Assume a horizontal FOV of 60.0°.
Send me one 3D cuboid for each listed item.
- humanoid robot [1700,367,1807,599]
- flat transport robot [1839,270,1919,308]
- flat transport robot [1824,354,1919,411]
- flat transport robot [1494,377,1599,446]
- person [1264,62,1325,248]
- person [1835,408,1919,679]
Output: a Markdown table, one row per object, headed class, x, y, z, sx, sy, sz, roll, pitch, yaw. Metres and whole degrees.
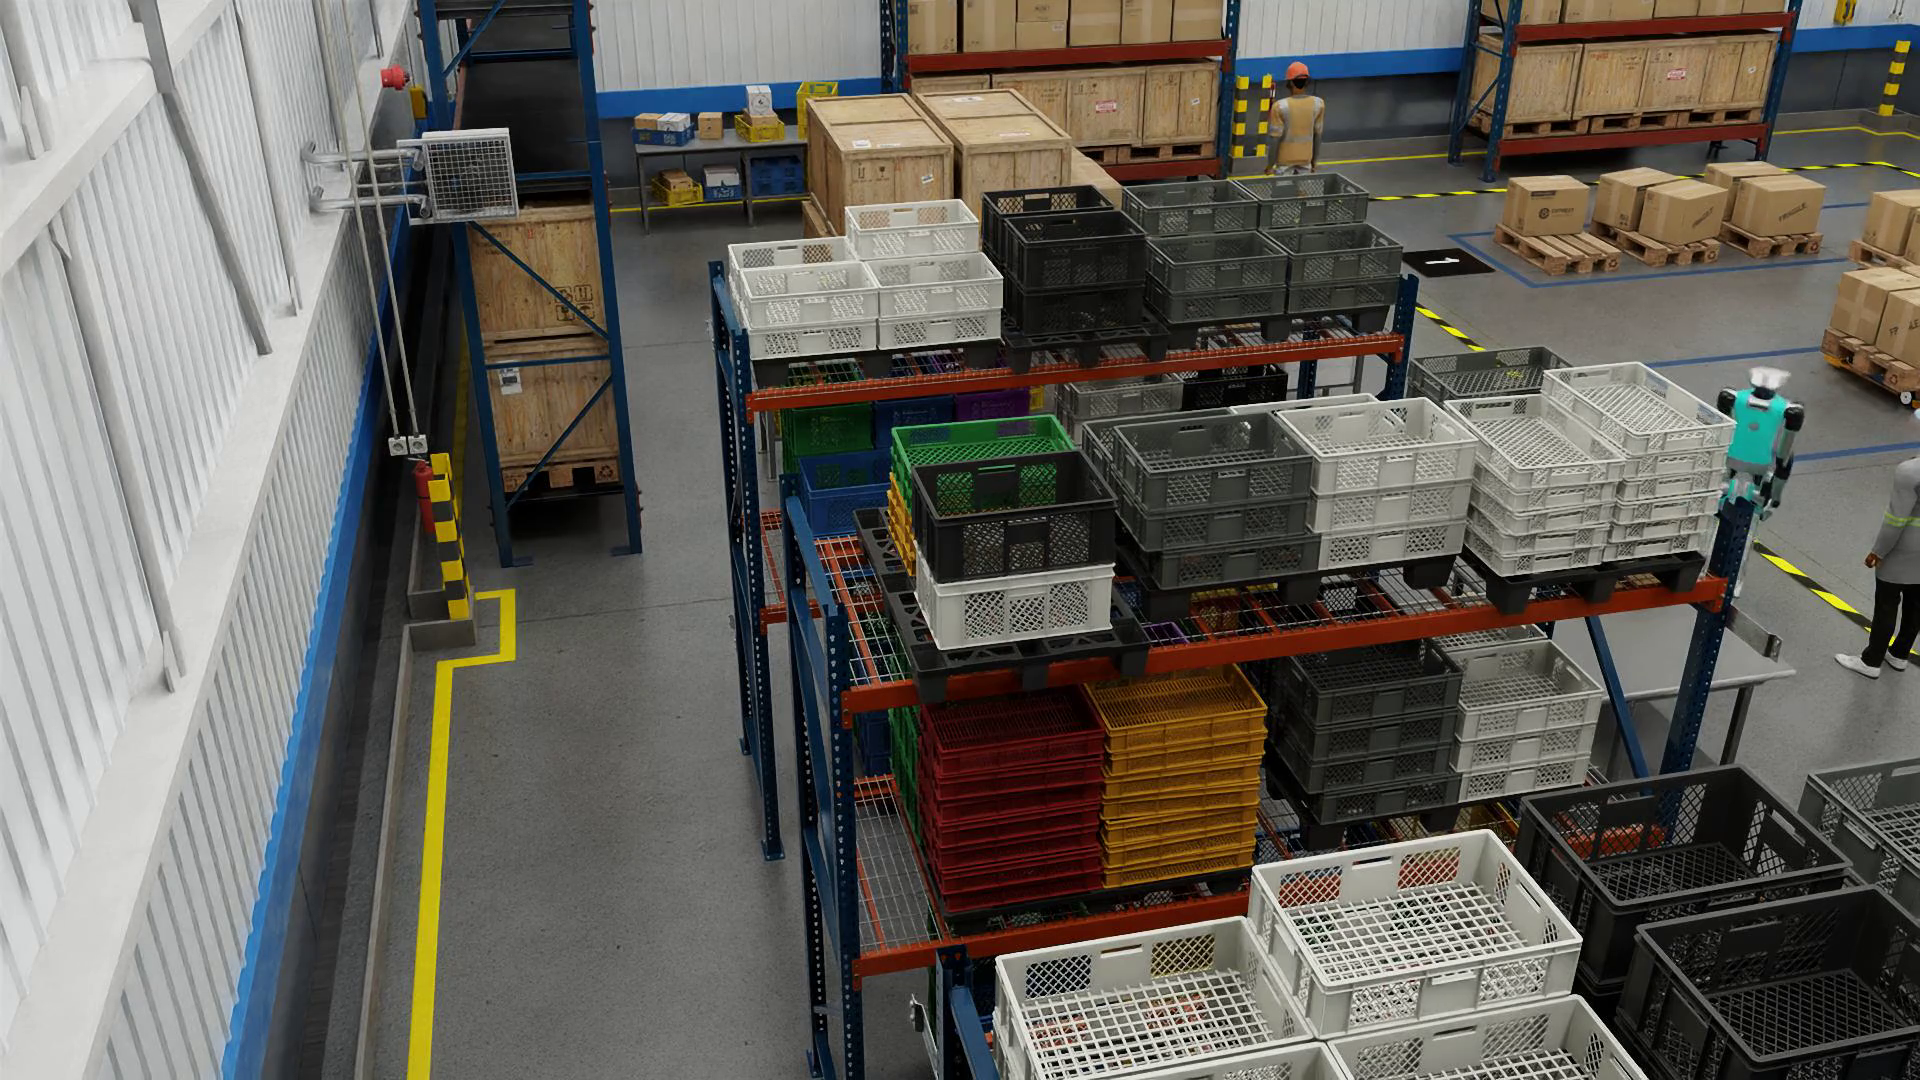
| class | x | y | z | sx | sy | sz | roll | pitch | yaw |
| --- | --- | --- | --- | --- | --- | --- | --- | --- | --- |
| humanoid robot | 5.298 | -0.437 | 11.157 | 0.533 | 1.677 | 0.735 | 19 | 33 | 31 |
| flat transport robot | 9.839 | -2.618 | 16.983 | 1.431 | 0.197 | 0.652 | -6 | 28 | -12 |
| flat transport robot | 8.473 | -1.467 | 14.800 | 0.652 | 0.197 | 1.431 | -6 | 28 | -12 |
| flat transport robot | 4.780 | -1.036 | 14.013 | 0.659 | 0.231 | 1.431 | -6 | 28 | -12 |
| person | 3.590 | -4.130 | 17.986 | 0.605 | 2.039 | 0.385 | -6 | 28 | -12 |
| person | 5.903 | 0.007 | 10.335 | 0.589 | 1.852 | 0.366 | -10 | 29 | -18 |
